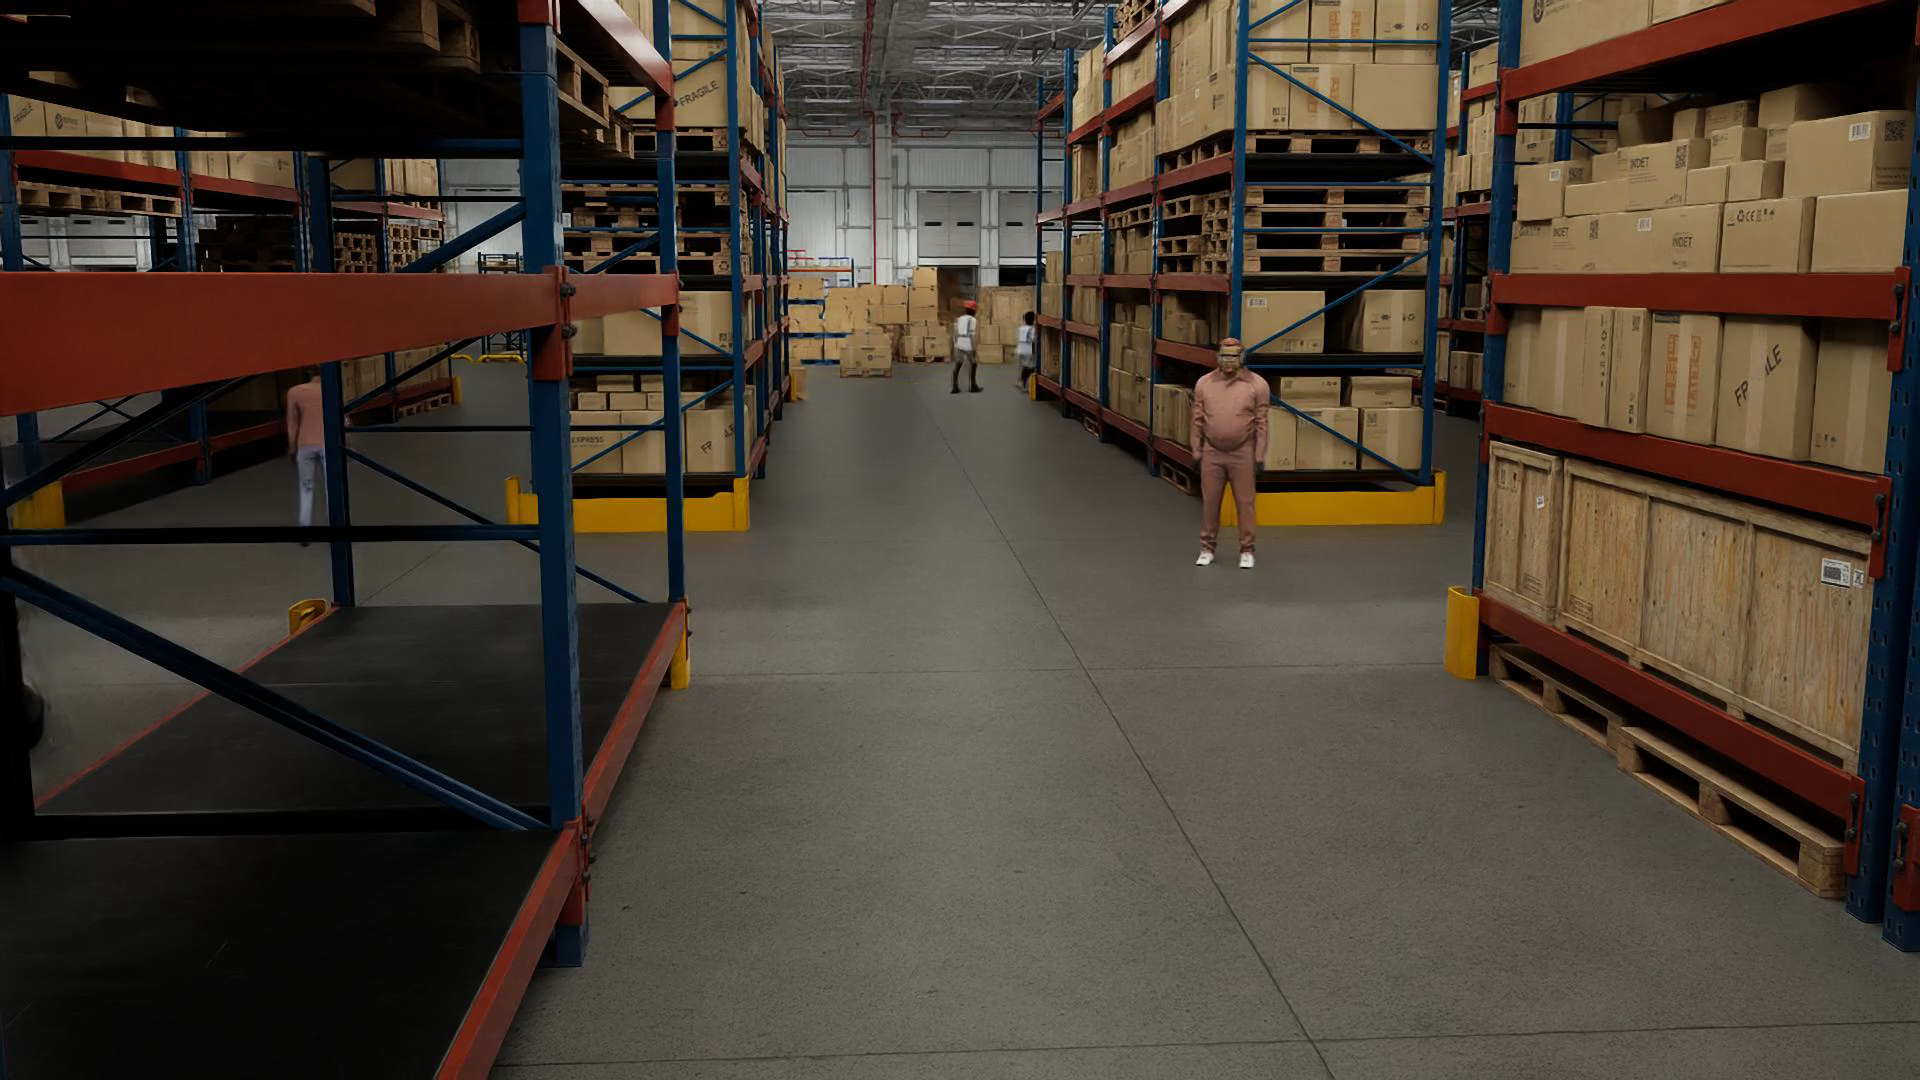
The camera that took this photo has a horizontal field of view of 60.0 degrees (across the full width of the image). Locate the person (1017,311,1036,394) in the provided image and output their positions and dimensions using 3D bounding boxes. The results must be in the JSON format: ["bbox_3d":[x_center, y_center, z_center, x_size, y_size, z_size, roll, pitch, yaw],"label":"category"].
[{"bbox_3d":[1.346,-3.784,33.637,0.391,1.677,0.557,-6,11,-35],"label":"person"}]

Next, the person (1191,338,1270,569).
[{"bbox_3d":[2.208,-0.709,13.674,0.645,1.898,0.397,4,10,22],"label":"person"}]

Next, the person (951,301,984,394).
[{"bbox_3d":[0.149,-3.928,33.927,0.681,1.882,0.859,8,12,43],"label":"person"}]

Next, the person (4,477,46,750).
[{"bbox_3d":[-4.721,0.248,7.917,0.586,1.816,0.737,0,9,1],"label":"person"}]

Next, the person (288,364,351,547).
[{"bbox_3d":[-5.692,-0.819,14.813,0.530,1.752,0.382,-1,9,-9],"label":"person"}]
